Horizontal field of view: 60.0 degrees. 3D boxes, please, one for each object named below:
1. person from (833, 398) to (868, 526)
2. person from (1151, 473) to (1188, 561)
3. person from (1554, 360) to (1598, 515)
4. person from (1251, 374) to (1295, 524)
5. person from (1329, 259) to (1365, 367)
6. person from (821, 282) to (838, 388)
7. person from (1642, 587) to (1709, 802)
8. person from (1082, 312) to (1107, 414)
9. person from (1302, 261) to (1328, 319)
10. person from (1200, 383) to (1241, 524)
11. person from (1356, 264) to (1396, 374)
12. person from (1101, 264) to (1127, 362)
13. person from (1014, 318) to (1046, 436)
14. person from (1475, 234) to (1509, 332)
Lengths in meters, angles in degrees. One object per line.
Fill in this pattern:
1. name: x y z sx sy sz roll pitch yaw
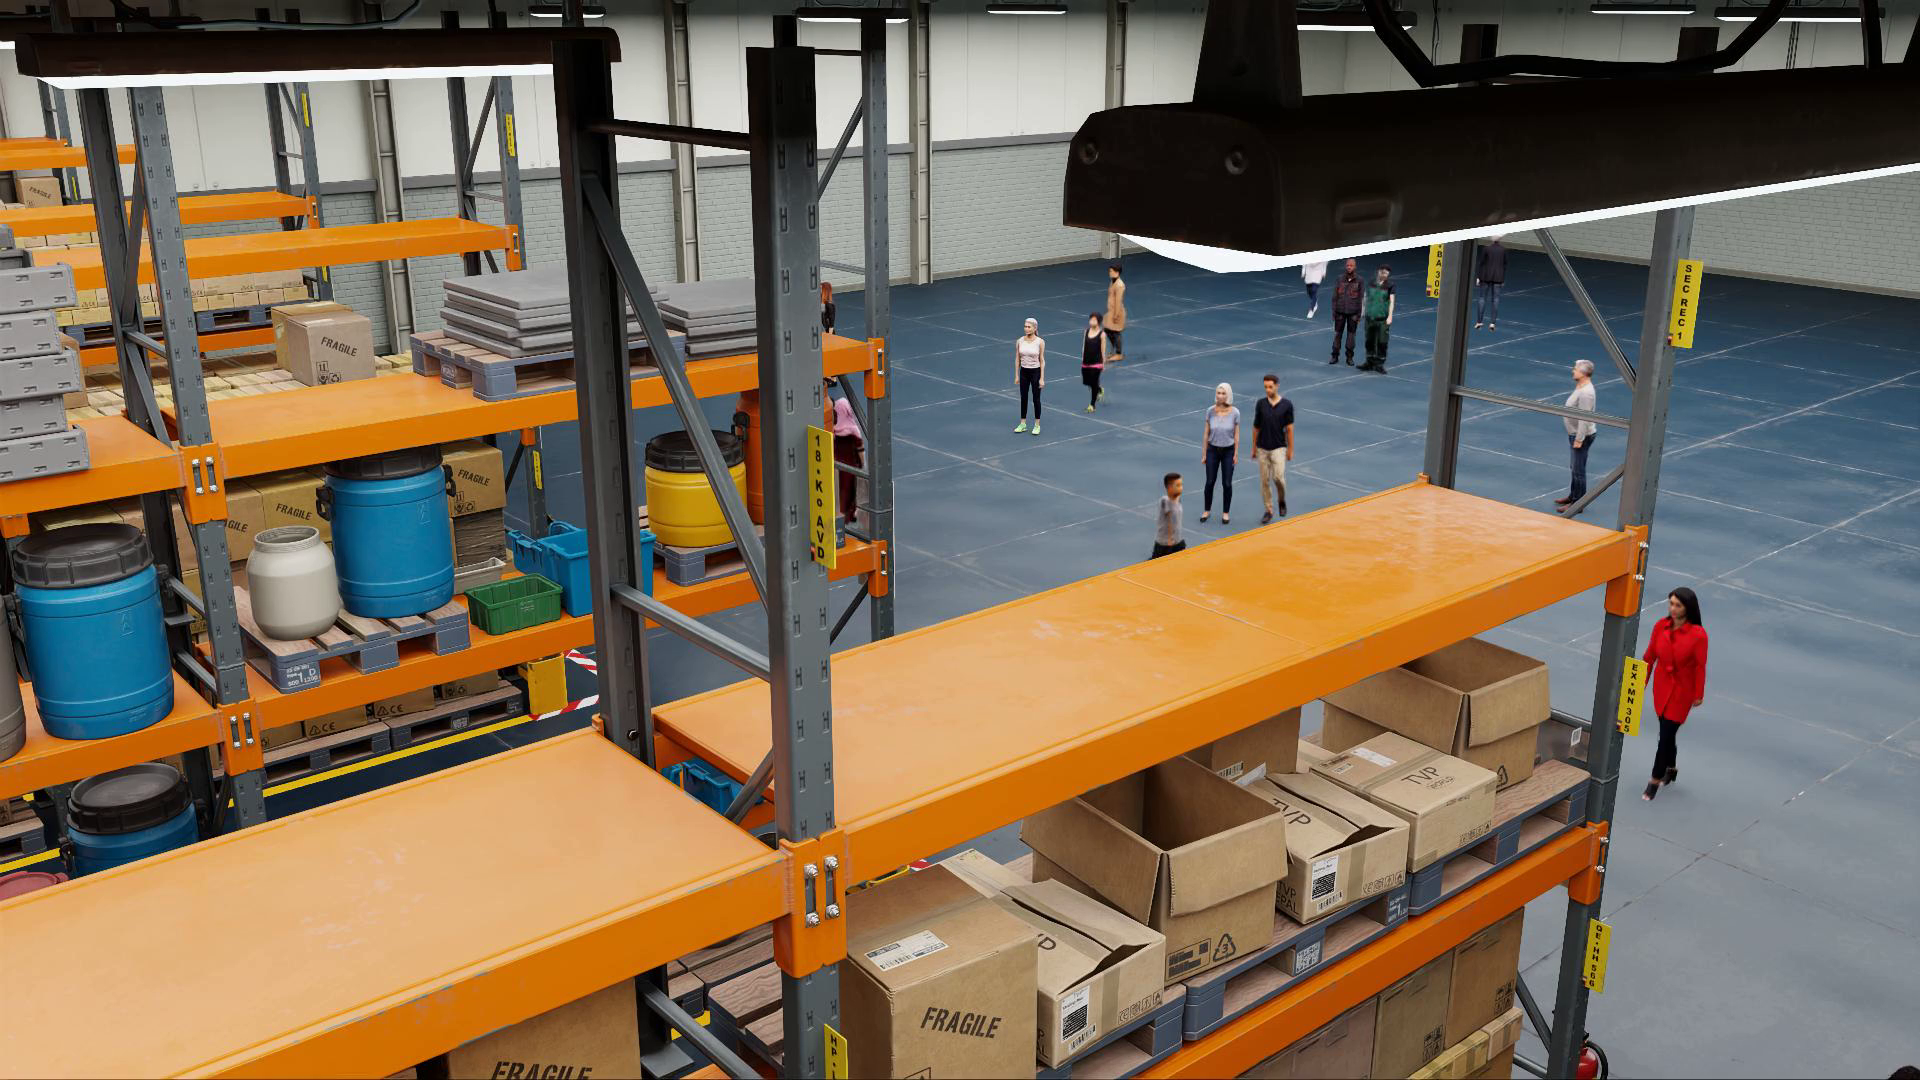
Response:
1. person: -1.400 -0.852 19.714 0.877 1.595 1.160 10 20 28
2. person: 2.149 -0.066 17.570 0.783 1.428 0.949 15 23 38
3. person: 7.672 -1.290 20.551 0.893 1.910 0.775 6 19 18
4. person: 3.790 -1.117 20.149 0.782 1.830 0.835 7 19 19
5. person: 6.751 -3.989 28.976 0.786 1.826 0.795 5 19 16
6. person: -2.169 -3.386 27.305 0.605 1.713 0.650 -8 20 -24
7. person: 5.715 1.194 13.228 0.819 1.722 0.637 -14 22 -36
8. person: 2.096 -2.761 25.664 0.612 1.541 0.837 15 24 39
9. person: 7.100 -5.359 33.300 0.937 1.752 1.169 7 19 22
10. person: 3.163 -1.062 20.154 0.668 1.721 0.682 6 19 17
11. person: 7.085 -3.772 28.245 0.730 1.866 0.827 -13 22 -34
12. person: 2.809 -3.990 29.158 0.830 1.713 0.799 -4 18 -11
13. person: 1.037 -2.403 24.307 0.685 1.701 0.679 8 20 23
14. person: 9.247 -4.559 29.067 0.825 1.779 0.775 4 19 13
